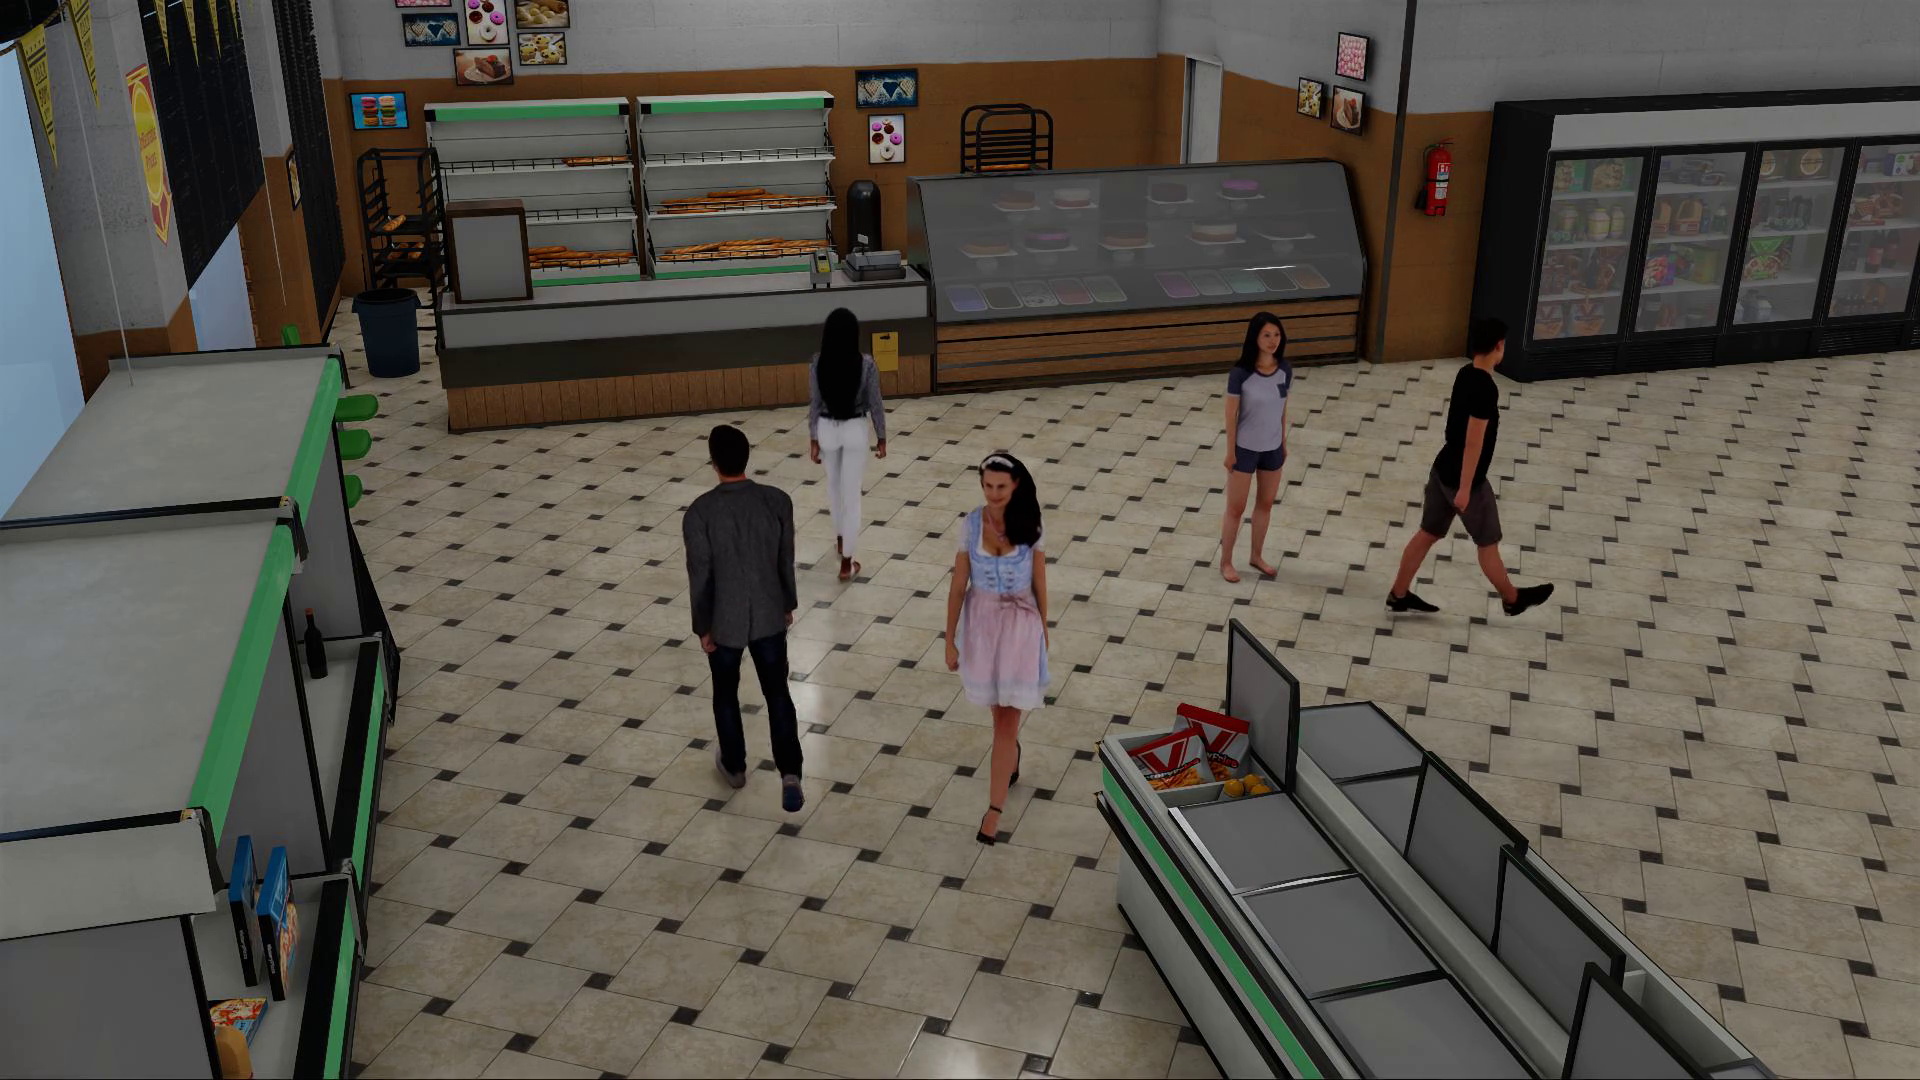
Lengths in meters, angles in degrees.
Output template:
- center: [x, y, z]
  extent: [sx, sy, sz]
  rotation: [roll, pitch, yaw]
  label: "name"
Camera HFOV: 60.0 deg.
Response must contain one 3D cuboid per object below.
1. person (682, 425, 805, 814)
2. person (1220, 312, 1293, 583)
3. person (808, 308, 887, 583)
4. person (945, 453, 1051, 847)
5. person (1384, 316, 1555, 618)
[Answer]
- center: [-0.962, 0.400, 7.686]
  extent: [0.719, 1.853, 1.064]
  rotation: [-8, 23, -18]
  label: "person"
- center: [1.847, -0.587, 10.340]
  extent: [0.627, 1.705, 0.563]
  rotation: [-10, 24, -22]
  label: "person"
- center: [-0.737, -0.568, 10.292]
  extent: [0.838, 1.705, 0.977]
  rotation: [4, 22, 10]
  label: "person"
- center: [0.197, 0.445, 7.699]
  extent: [0.988, 1.760, 1.279]
  rotation: [4, 22, 9]
  label: "person"
- center: [2.826, -0.367, 9.658]
  extent: [0.988, 1.807, 1.213]
  rotation: [1, 22, 2]
  label: "person"
